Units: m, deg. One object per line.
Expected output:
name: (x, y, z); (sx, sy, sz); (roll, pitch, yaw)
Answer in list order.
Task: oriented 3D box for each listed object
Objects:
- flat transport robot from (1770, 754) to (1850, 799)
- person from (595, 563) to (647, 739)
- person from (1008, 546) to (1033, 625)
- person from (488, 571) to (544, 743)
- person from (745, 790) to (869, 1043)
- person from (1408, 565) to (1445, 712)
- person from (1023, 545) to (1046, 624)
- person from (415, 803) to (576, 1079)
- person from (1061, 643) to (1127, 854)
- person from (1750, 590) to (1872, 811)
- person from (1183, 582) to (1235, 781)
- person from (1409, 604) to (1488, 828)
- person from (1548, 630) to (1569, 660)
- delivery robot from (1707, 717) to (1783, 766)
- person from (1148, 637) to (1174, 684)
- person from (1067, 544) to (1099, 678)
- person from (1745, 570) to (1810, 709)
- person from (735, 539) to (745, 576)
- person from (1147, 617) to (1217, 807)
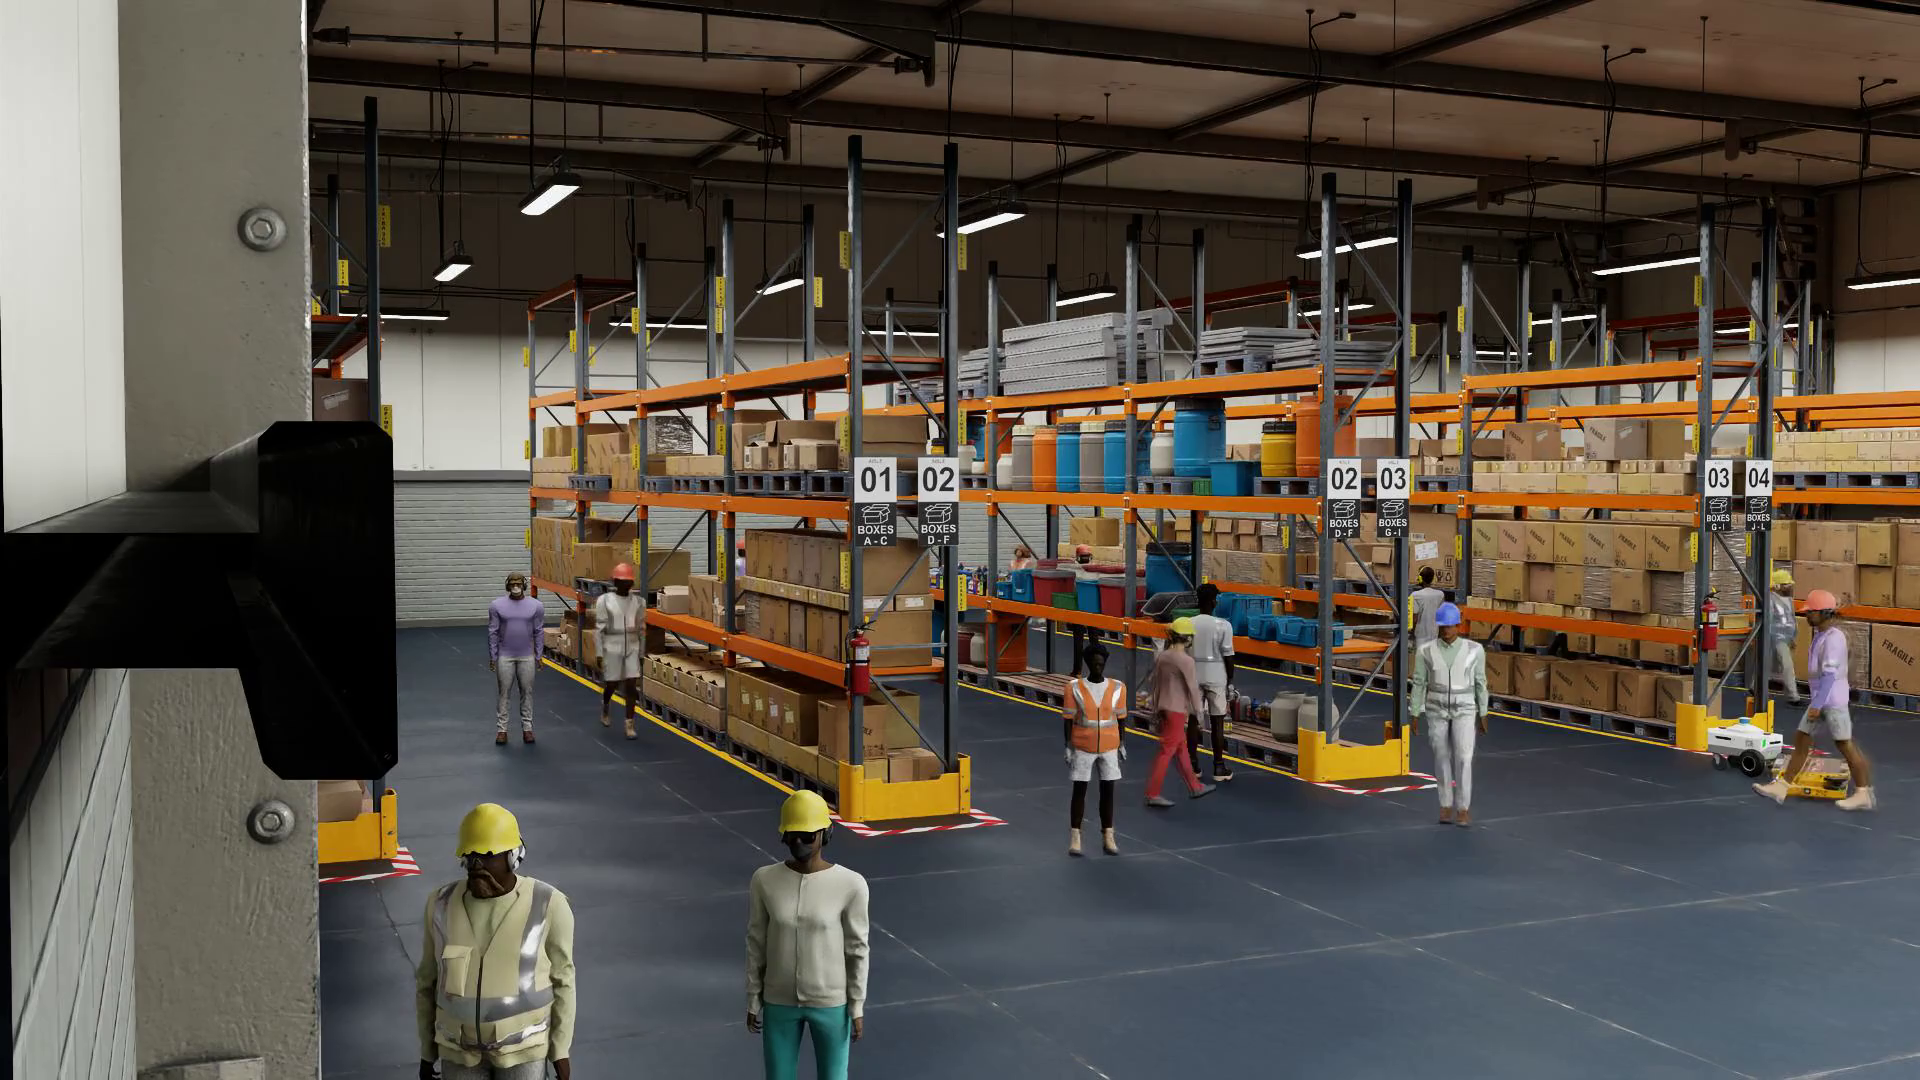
flat transport robot: (8.250, 2.280, 17.370); (0.652, 0.197, 1.431); (1, 3, 28)
person: (-3.938, 1.265, 20.772); (0.620, 2.027, 0.762); (-1, 2, -27)
person: (1.199, 0.918, 34.883); (0.562, 1.622, 0.476); (1, 3, 34)
person: (-5.027, 1.324, 20.308); (0.627, 1.941, 0.371); (-1, 2, -16)
person: (-0.634, 1.906, 7.374); (0.522, 1.768, 0.312); (0, 2, 8)
person: (5.952, 1.257, 22.906); (0.511, 1.877, 0.329); (-1, 2, -20)
person: (1.386, 0.898, 35.801); (0.832, 1.588, 0.521); (0, 2, -2)
person: (-1.756, 1.897, 6.745); (0.600, 1.830, 0.403); (0, 2, 2)
person: (1.085, 1.670, 14.405); (0.540, 1.696, 0.317); (0, 2, -6)
person: (7.786, 1.452, 16.274); (1.040, 1.986, 0.634); (0, 2, 9)
person: (2.462, 1.404, 17.880); (0.606, 1.966, 0.367); (1, 2, 28)
person: (4.207, 1.516, 15.472); (0.658, 1.920, 0.775); (1, 2, 20)
person: (9.272, 1.190, 27.601); (0.528, 1.649, 0.898); (-1, 2, -23)
delivery robot: (8.018, 2.057, 18.323); (0.477, 0.478, 0.707); (-1, 2, -31)
person: (2.954, 1.158, 25.909); (0.627, 1.845, 0.429); (-1, 2, -20)
person: (1.858, 1.053, 26.685); (0.611, 1.995, 0.377); (-1, 2, -16)
person: (10.684, 1.276, 23.433); (0.598, 1.796, 0.889); (-2, 3, -40)
person: (-3.764, 0.934, 31.272); (0.552, 1.886, 1.006); (-1, 2, -25)
person: (2.062, 1.576, 16.477); (0.877, 1.722, 0.552); (-1, 2, -23)
